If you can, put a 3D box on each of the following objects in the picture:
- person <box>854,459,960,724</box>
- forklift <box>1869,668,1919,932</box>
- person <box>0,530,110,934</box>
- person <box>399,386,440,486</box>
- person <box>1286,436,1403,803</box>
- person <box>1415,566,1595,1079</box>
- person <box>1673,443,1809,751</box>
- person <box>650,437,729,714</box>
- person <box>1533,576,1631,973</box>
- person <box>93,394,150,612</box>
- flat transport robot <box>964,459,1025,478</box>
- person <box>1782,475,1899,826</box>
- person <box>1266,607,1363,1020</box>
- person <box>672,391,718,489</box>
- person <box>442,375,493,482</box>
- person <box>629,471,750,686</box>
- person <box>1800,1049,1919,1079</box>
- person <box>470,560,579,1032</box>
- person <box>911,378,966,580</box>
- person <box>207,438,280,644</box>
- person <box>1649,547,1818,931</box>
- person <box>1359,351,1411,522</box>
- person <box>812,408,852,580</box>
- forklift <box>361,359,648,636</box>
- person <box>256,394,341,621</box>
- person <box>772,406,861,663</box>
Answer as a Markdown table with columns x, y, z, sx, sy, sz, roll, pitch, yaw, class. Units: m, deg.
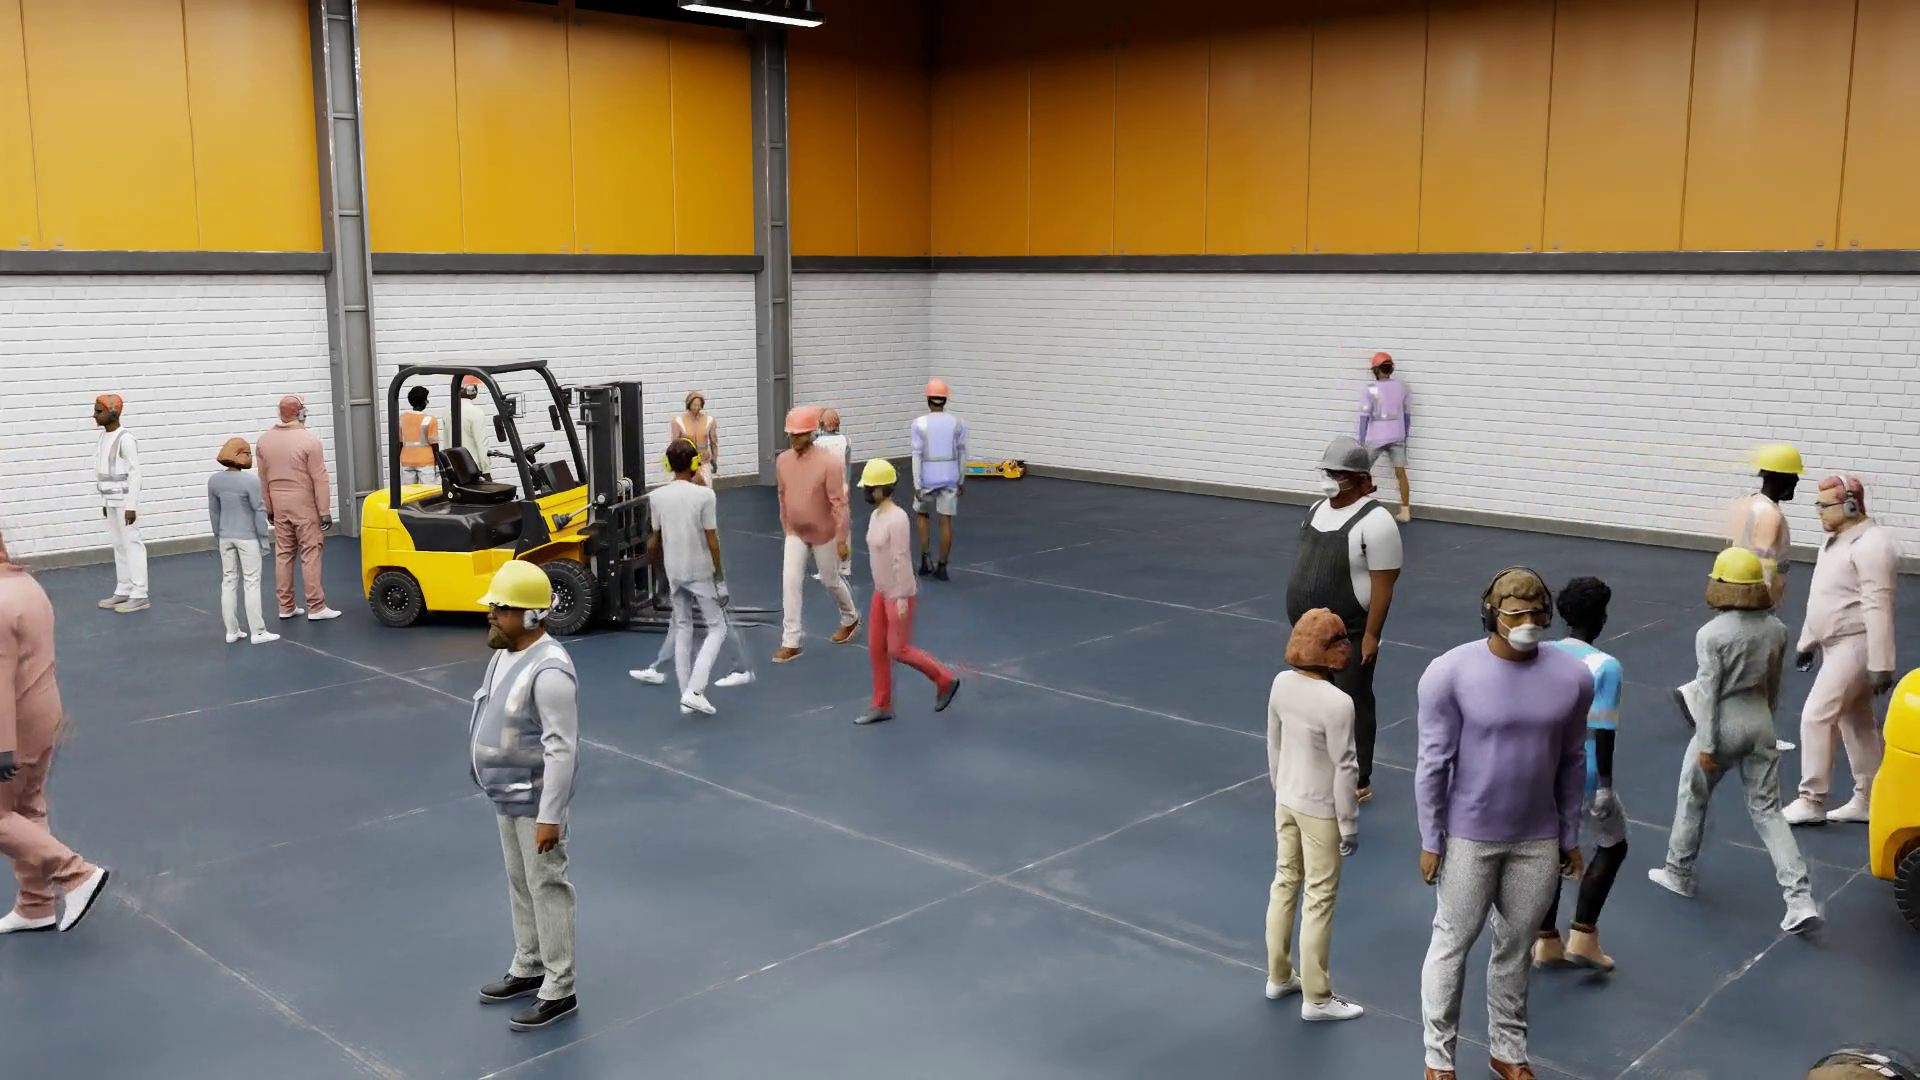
| x | y | z | sx | sy | sz | roll | pitch | yaw | class |
| --- | --- | --- | --- | --- | --- | --- | --- | --- | --- |
| -0.367 | 0.331 | 10.768 | 0.612 | 1.744 | 0.534 | -5 | 10 | -26 | person |
| 5.205 | 0.723 | 7.013 | 2.313 | 2.155 | 1.214 | 9 | 13 | 43 | forklift |
| -4.119 | 0.831 | 7.312 | 0.509 | 1.880 | 0.681 | -2 | 10 | -15 | person |
| -5.851 | -0.820 | 18.016 | 0.532 | 1.691 | 0.318 | 3 | 10 | 17 | person |
| 2.063 | 0.442 | 9.199 | 0.537 | 2.000 | 0.682 | -5 | 11 | -29 | person |
| 1.900 | 1.041 | 5.840 | 0.629 | 1.940 | 0.376 | -1 | 9 | -7 | person |
| 4.824 | 0.347 | 10.208 | 0.618 | 1.910 | 0.588 | 3 | 10 | 16 | person |
| -1.764 | 0.247 | 10.957 | 0.579 | 1.858 | 0.459 | 4 | 10 | 23 | person |
| 2.570 | 0.986 | 6.982 | 0.403 | 1.666 | 0.568 | -4 | 10 | -21 | person |
| -7.253 | -0.319 | 14.355 | 0.575 | 1.882 | 0.360 | 8 | 12 | 42 | person |
| 0.179 | -1.036 | 23.677 | 1.431 | 0.197 | 0.652 | 1 | 9 | 8 | flat transport robot |
| 4.590 | 0.588 | 8.804 | 0.767 | 1.871 | 0.679 | 2 | 10 | 13 | person |
| 1.401 | 1.072 | 6.577 | 0.279 | 1.636 | 0.505 | -4 | 10 | -25 | person |
| -2.924 | -0.839 | 18.353 | 0.520 | 1.622 | 0.382 | -3 | 10 | -18 | person |
| -4.786 | -0.685 | 16.247 | 0.612 | 1.997 | 0.376 | 7 | 11 | 35 | person |
| -1.885 | 0.266 | 11.664 | 0.851 | 1.584 | 0.507 | -4 | 10 | -23 | person |
| 1.202 | 1.621 | 2.331 | 0.436 | 1.923 | 0.649 | -7 | 12 | -37 | person |
| -1.701 | 0.983 | 6.512 | 0.404 | 1.837 | 0.593 | -6 | 11 | -35 | person |
| -0.214 | -0.577 | 15.827 | 0.553 | 1.919 | 0.513 | -2 | 9 | -11 | person |
| -5.669 | 0.006 | 13.122 | 0.498 | 1.633 | 0.278 | 3 | 10 | 16 | person |
| 3.566 | 0.884 | 7.541 | 0.486 | 1.698 | 0.888 | -2 | 10 | -14 | person |
| 4.891 | -1.205 | 19.473 | 0.780 | 2.001 | 0.550 | -1 | 9 | -8 | person |
| -1.230 | -0.433 | 15.797 | 0.310 | 1.638 | 0.523 | 8 | 12 | 41 | person |
| -3.850 | -0.407 | 13.936 | 2.313 | 2.155 | 1.214 | 2 | 9 | 11 | forklift |
| -5.545 | -0.268 | 13.970 | 0.655 | 1.905 | 0.407 | 3 | 10 | 18 | person |
| -1.080 | -0.079 | 12.747 | 0.636 | 1.947 | 0.997 | 5 | 10 | 26 | person |
